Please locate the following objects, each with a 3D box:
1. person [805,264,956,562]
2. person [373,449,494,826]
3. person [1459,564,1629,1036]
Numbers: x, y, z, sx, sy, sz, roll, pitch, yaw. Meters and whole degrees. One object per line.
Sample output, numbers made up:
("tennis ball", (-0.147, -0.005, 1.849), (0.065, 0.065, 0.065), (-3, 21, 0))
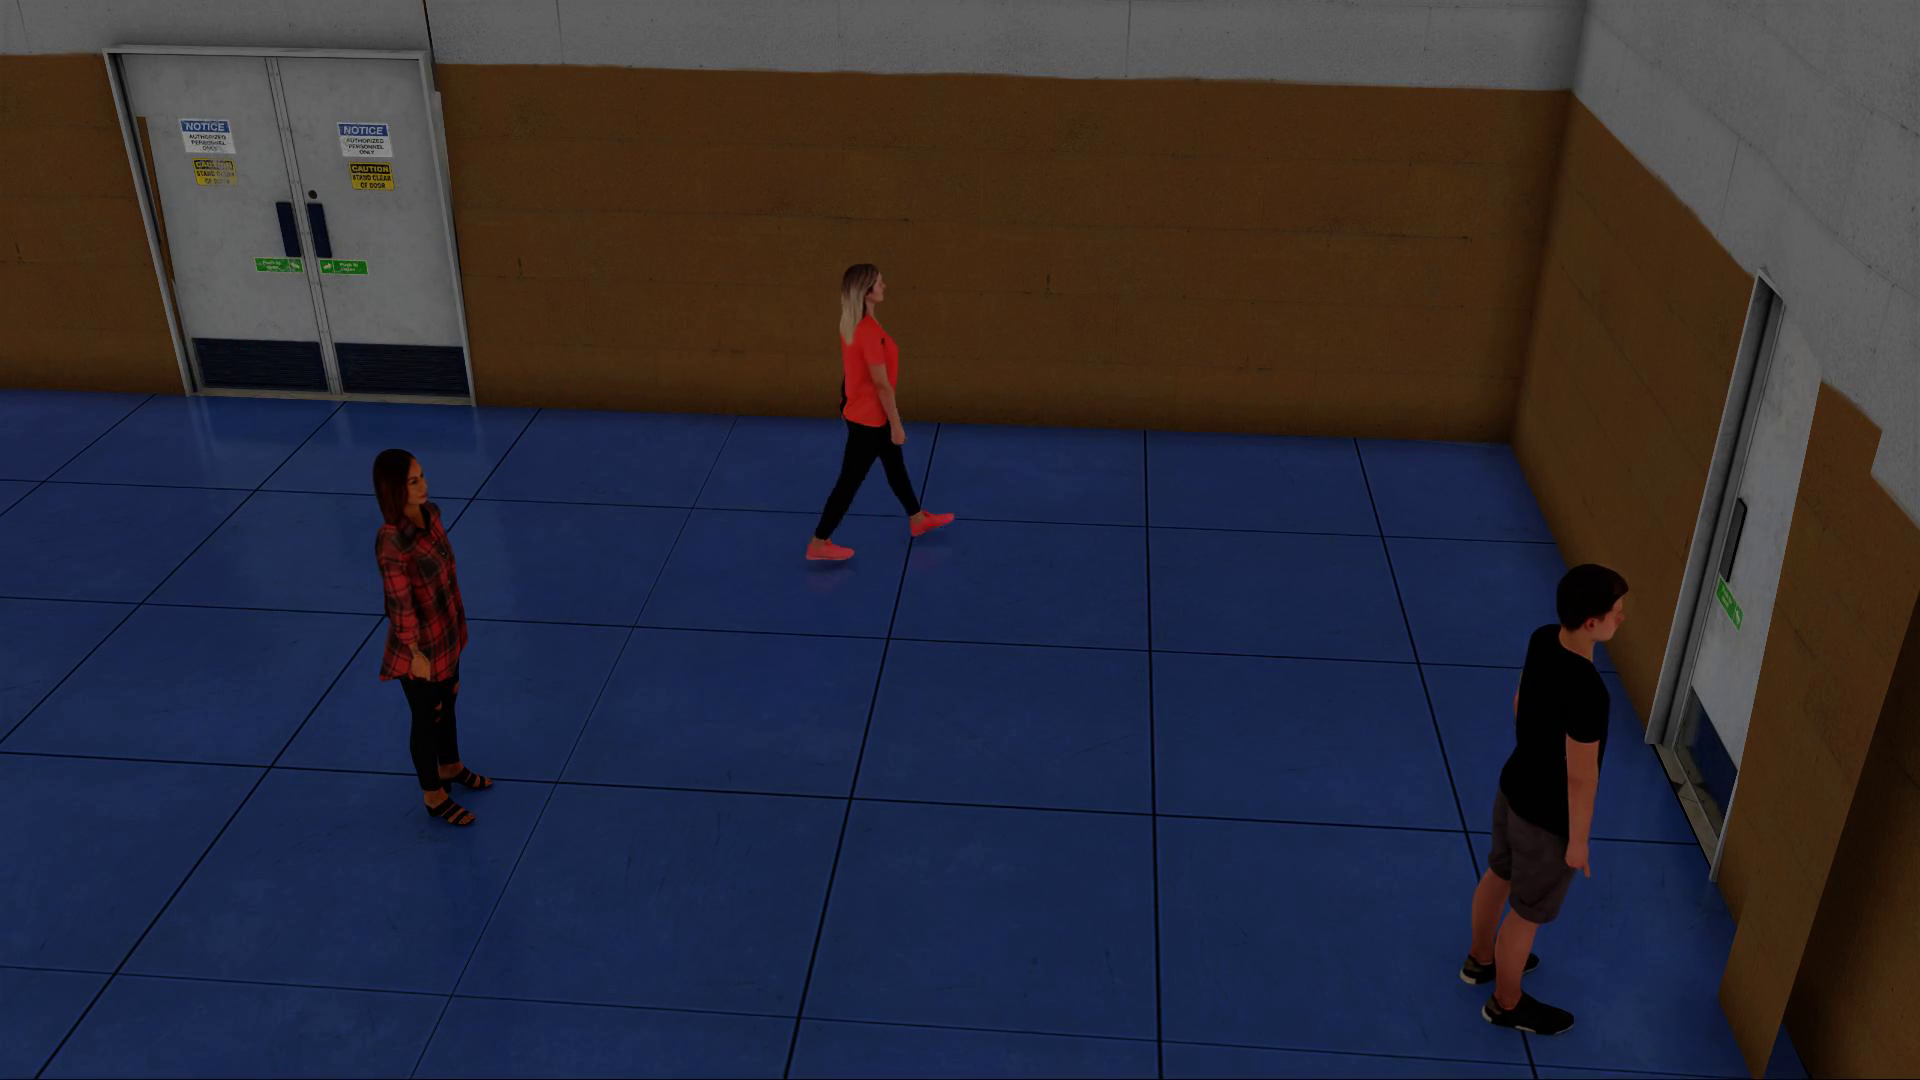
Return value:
("person", (-0.575, -0.622, 8.851), (0.929, 1.648, 1.130), (-8, 30, -14))
("person", (-2.219, 0.400, 6.923), (0.660, 1.703, 0.476), (3, 29, 5))
("person", (2.044, 0.897, 5.846), (0.776, 1.861, 0.558), (-2, 29, -3))
